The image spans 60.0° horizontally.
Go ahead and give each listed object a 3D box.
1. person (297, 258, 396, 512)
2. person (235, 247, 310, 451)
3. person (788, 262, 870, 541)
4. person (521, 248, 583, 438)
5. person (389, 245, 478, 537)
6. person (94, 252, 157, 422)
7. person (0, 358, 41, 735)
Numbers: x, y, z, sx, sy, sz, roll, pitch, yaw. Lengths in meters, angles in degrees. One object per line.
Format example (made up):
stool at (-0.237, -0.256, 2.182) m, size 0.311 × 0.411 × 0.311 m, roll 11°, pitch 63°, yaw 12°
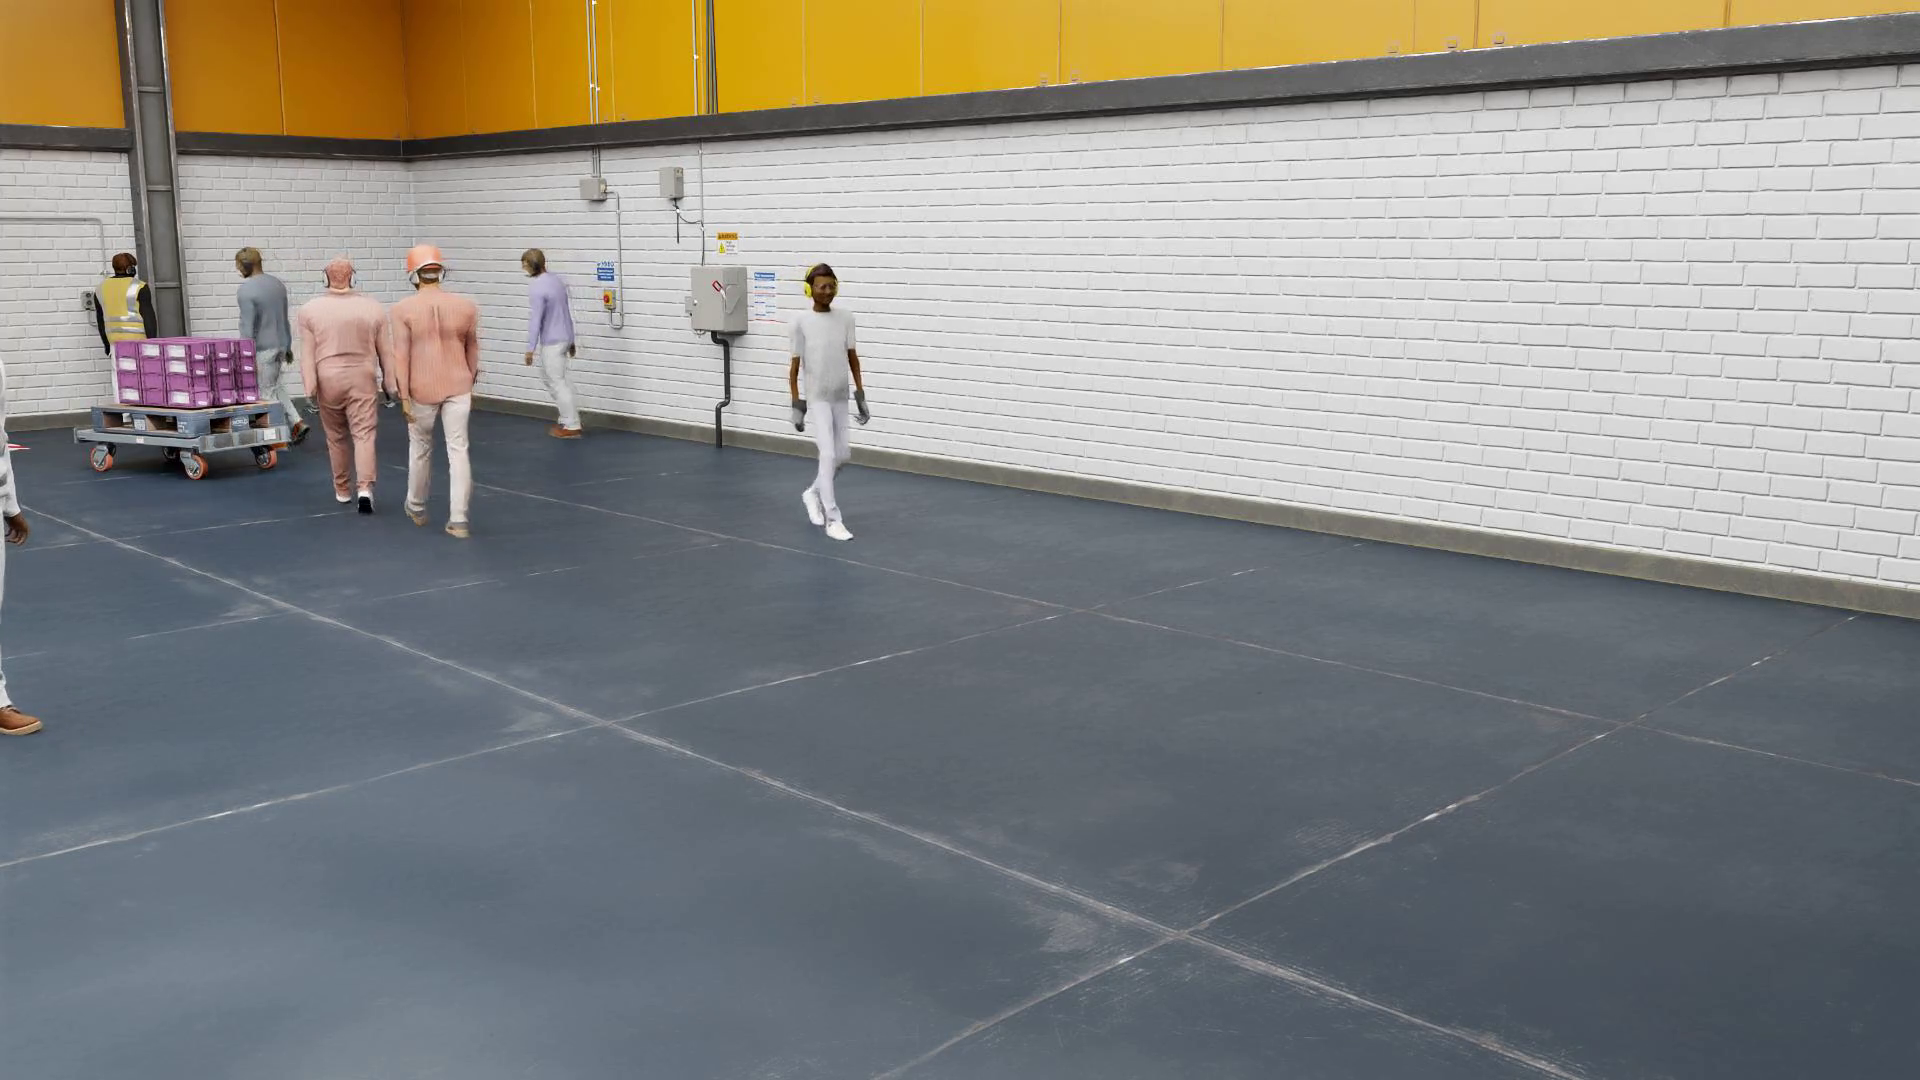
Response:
person at (-4.511, -1.147, 12.290) m, size 0.657 × 1.864 × 0.978 m, roll -4°, pitch 11°, yaw -21°
person at (-6.467, -1.762, 15.481) m, size 0.444 × 1.914 × 0.652 m, roll 2°, pitch 11°, yaw 12°
person at (-0.903, -0.956, 11.291) m, size 0.541 × 1.846 × 0.810 m, roll -8°, pitch 13°, yaw -36°
person at (-4.035, -1.932, 16.477) m, size 0.546 × 1.893 × 0.655 m, roll 1°, pitch 10°, yaw 6°
person at (-3.609, -1.031, 11.421) m, size 0.605 × 1.939 × 0.995 m, roll -6°, pitch 12°, yaw -29°
person at (-8.599, -2.046, 17.247) m, size 0.624 × 1.845 × 0.430 m, roll 2°, pitch 11°, yaw 10°
person at (-3.954, -0.106, 6.557) m, size 0.337 × 1.879 × 0.584 m, roll 3°, pitch 11°, yaw 17°
